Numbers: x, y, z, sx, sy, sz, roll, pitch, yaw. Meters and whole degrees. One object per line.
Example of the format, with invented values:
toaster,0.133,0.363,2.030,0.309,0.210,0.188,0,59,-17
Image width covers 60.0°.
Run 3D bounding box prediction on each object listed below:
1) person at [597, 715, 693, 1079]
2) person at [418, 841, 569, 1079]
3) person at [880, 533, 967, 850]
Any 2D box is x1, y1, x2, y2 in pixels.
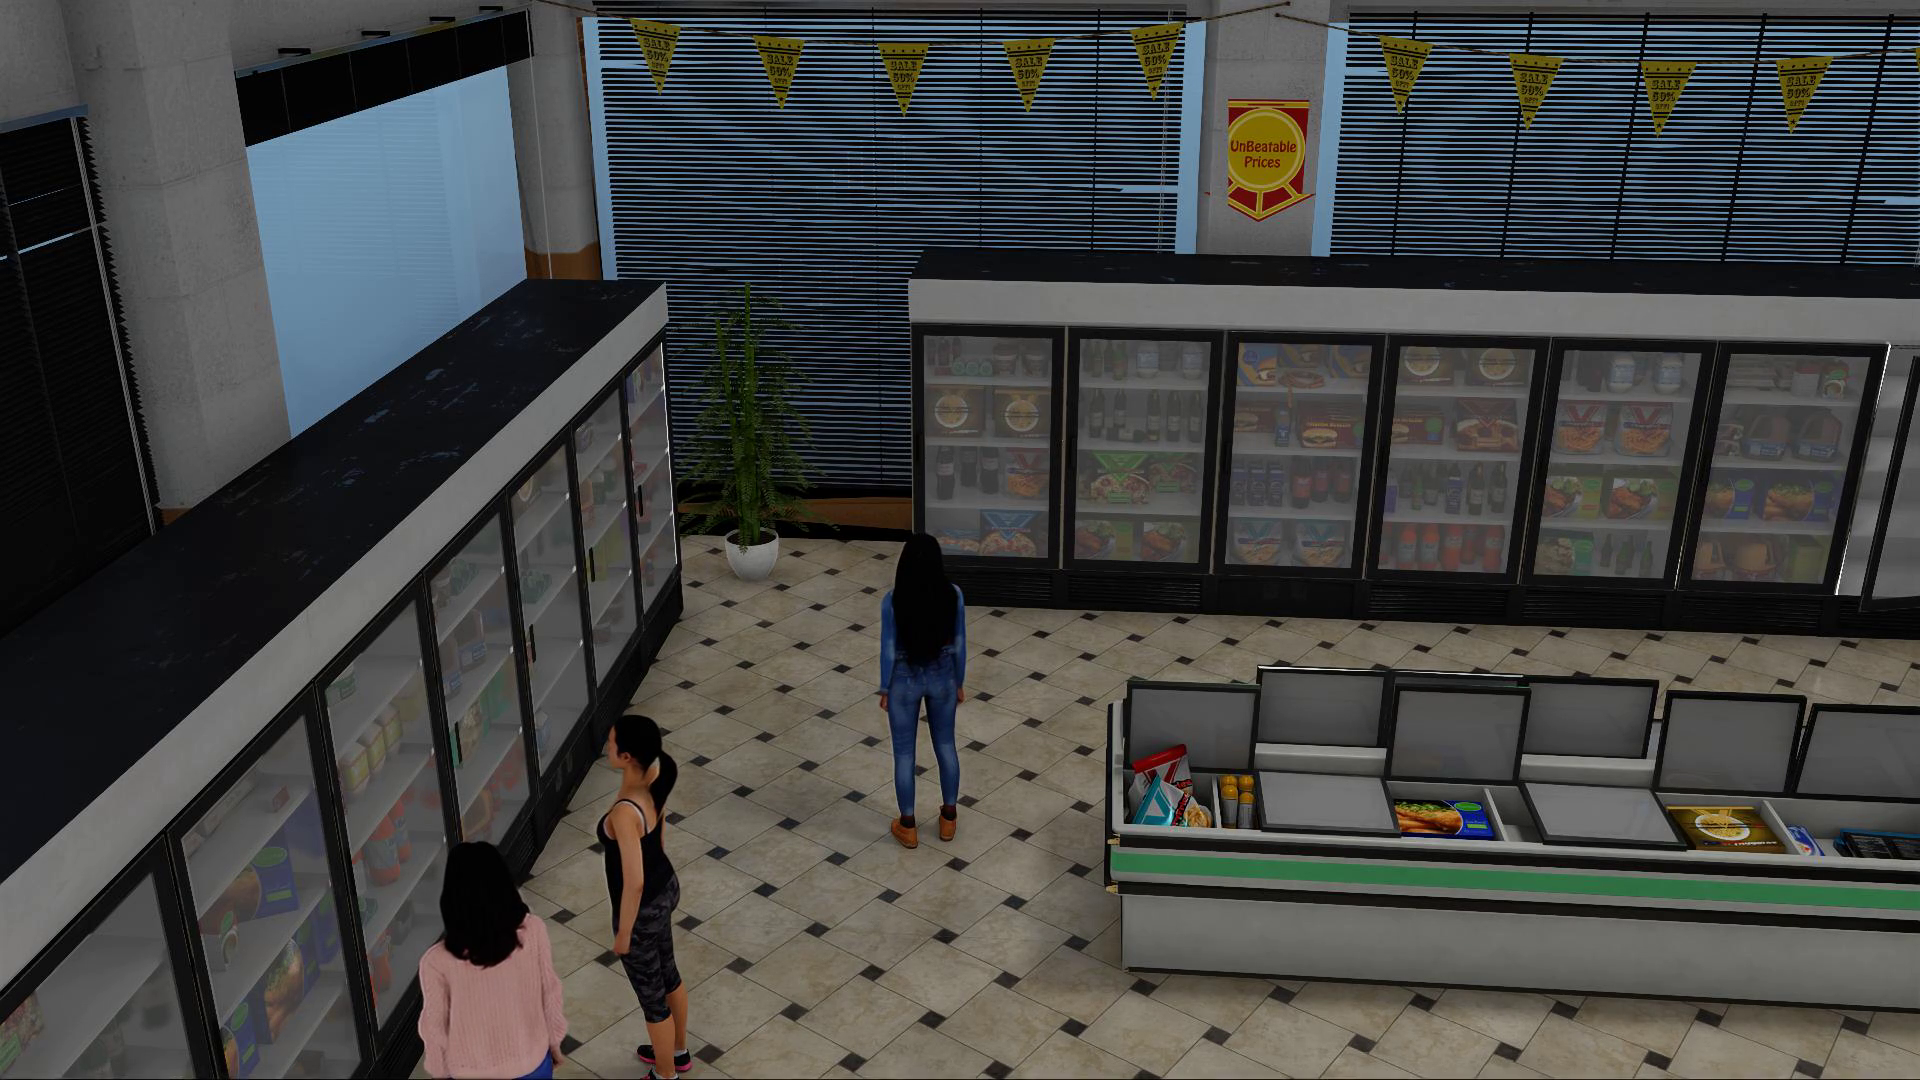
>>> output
person,-1.254,1.476,6.692,0.557,1.729,0.579,4,22,9
person,-1.592,1.834,5.748,0.678,1.768,0.791,-11,25,-26
person,-0.186,0.766,8.481,0.574,1.713,0.728,-6,23,-14
